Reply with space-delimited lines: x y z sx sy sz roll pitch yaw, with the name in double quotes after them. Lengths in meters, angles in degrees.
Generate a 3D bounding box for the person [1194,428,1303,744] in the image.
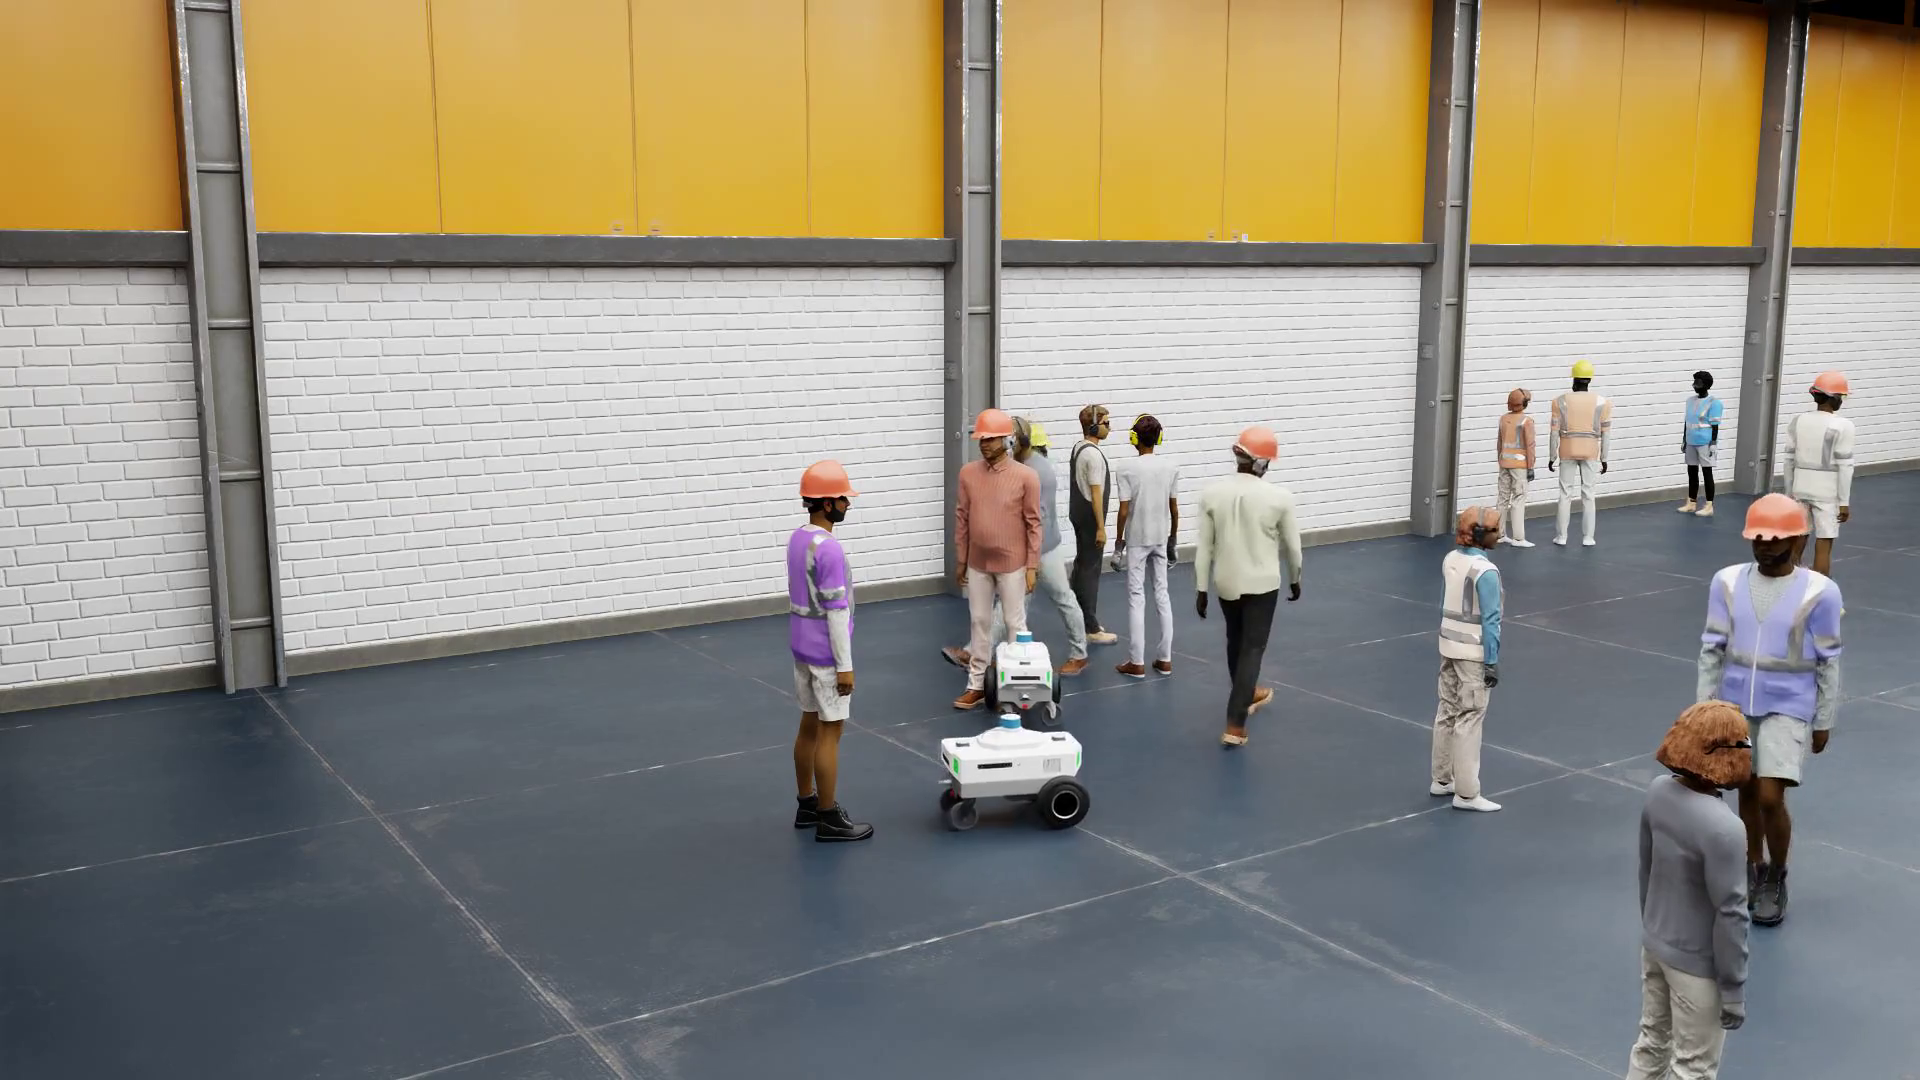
1.796 0.264 10.326 0.607 1.919 1.093 5 11 30 "person"

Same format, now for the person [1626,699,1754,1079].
2.217 1.278 5.033 0.280 1.633 0.503 -1 9 -6 "person"

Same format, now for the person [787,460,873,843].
-0.677 0.560 8.442 0.354 1.939 0.544 -5 11 -28 "person"

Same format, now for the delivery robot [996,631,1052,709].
0.409 0.831 10.685 0.477 0.478 0.707 0 9 0 "delivery robot"

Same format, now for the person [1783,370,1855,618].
7.118 -0.378 13.778 0.394 2.044 0.609 -4 10 -23 "person"

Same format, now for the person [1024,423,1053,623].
0.516 0.028 12.161 0.315 1.770 0.524 1 9 6 "person"

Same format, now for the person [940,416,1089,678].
0.440 0.069 11.597 1.135 1.860 0.673 -5 11 -27 "person"

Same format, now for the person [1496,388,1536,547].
5.746 -0.747 17.198 0.307 1.645 0.520 -4 10 -23 "person"

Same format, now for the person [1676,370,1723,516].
8.611 -1.126 19.346 0.319 1.691 0.536 -3 10 -18 "person"

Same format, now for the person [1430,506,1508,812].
2.734 0.629 8.934 0.311 1.636 0.521 -2 10 -11 "person"

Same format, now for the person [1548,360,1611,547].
6.389 -0.888 17.182 0.594 1.929 0.352 3 10 16 "person"

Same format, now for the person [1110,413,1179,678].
1.307 0.040 11.783 0.514 1.871 0.327 -4 10 -20 "person"

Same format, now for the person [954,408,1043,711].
0.233 0.141 10.796 0.613 1.994 0.395 6 11 30 "person"

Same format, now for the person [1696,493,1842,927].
3.547 0.746 7.380 0.584 1.916 0.547 -8 12 -40 "person"

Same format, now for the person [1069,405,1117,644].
1.017 -0.124 12.840 0.335 1.845 0.513 -2 10 -13 "person"

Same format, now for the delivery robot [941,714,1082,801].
0.264 1.157 8.722 0.707 0.478 0.477 -2 10 -12 "delivery robot"
